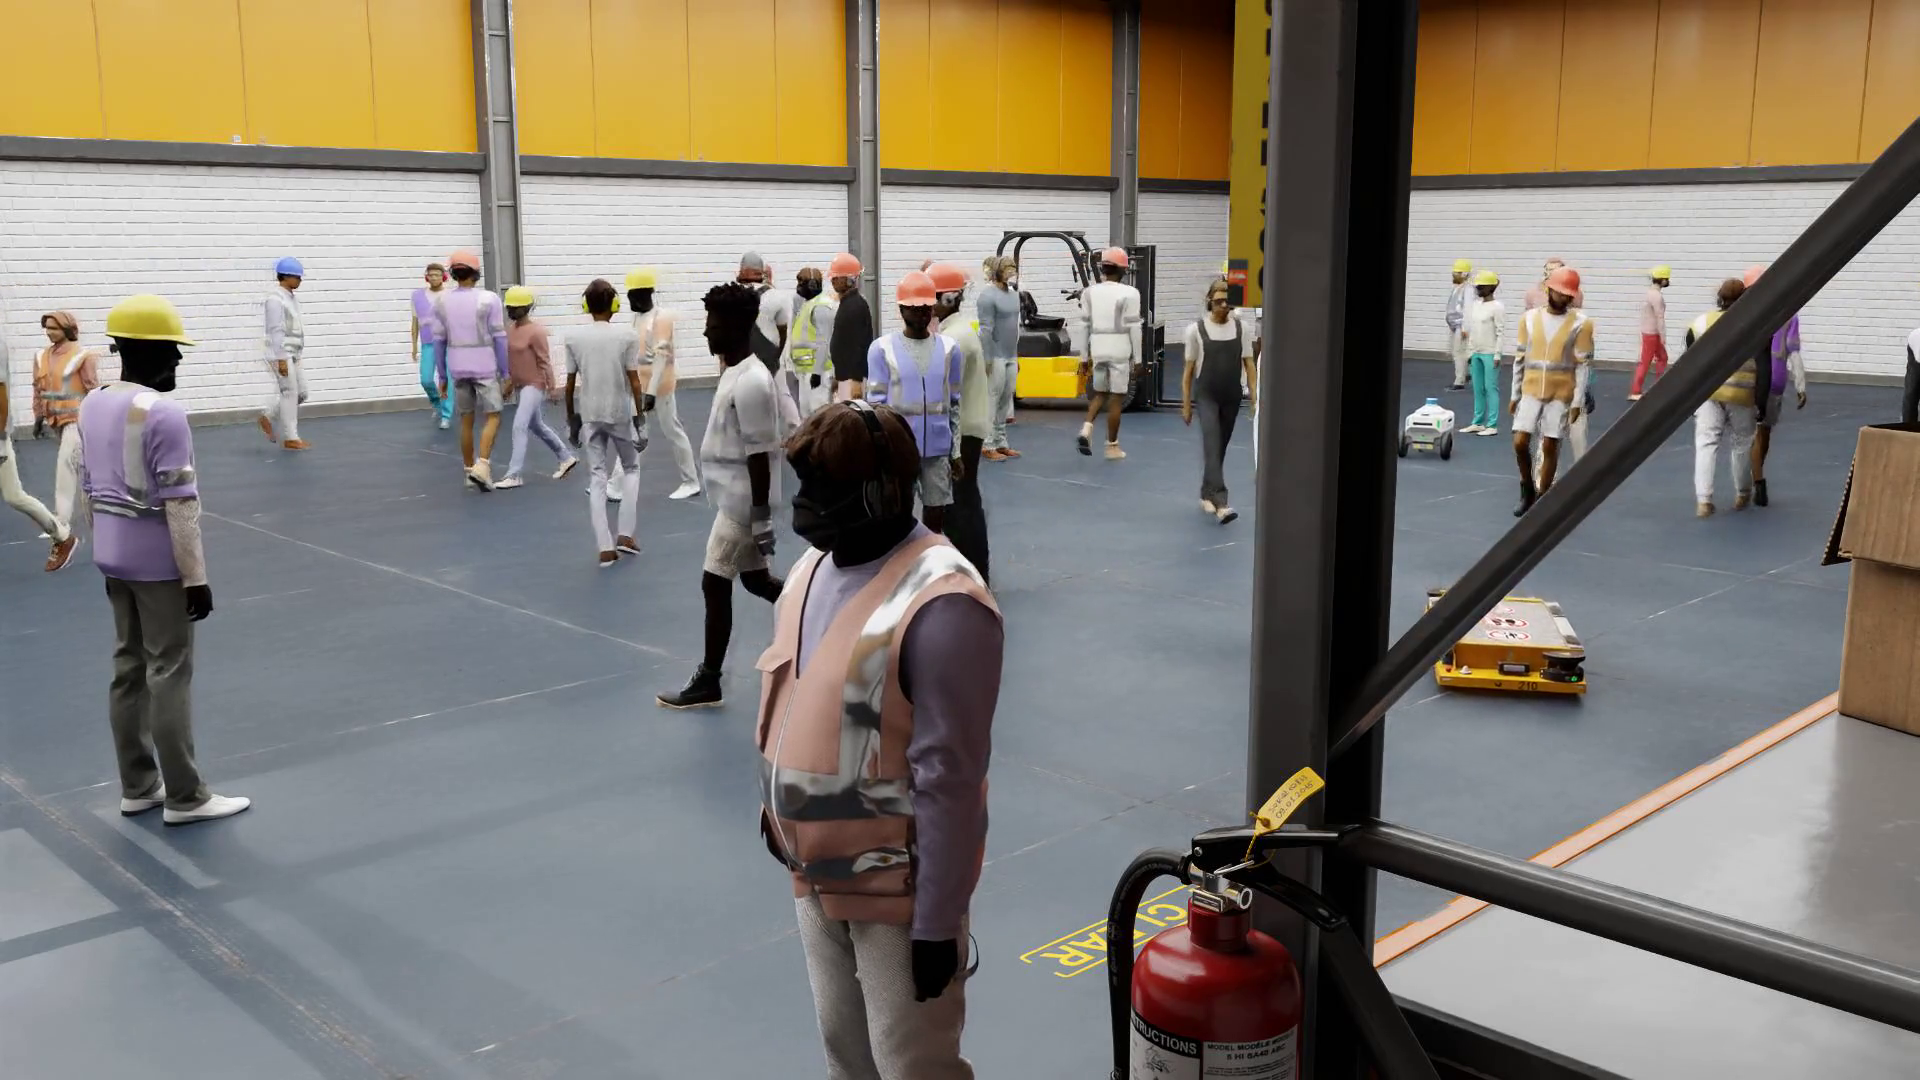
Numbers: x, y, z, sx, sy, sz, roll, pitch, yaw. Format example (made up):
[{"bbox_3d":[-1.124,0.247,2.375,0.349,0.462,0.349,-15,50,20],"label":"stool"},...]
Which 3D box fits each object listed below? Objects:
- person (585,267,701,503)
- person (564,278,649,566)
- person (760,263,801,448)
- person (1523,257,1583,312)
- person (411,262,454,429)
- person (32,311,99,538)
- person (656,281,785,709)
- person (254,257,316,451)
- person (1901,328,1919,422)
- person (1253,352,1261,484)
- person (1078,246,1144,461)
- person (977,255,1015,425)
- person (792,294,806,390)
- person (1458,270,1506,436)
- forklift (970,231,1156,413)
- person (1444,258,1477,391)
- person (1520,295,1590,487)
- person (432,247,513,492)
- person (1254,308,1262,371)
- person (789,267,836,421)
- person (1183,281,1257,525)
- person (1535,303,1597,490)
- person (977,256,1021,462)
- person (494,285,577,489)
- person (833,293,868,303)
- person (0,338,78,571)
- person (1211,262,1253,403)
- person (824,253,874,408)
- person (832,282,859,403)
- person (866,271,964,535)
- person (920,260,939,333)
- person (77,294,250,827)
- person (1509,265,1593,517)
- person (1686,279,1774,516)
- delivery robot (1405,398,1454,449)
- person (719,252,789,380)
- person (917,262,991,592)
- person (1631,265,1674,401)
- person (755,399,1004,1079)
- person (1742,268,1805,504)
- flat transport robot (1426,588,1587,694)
[{"bbox_3d":[-2.503,-1.227,13.283,0.978,1.874,0.610,-9,14,-40],"label":"person"},{"bbox_3d":[-2.297,-0.771,10.859,0.577,1.848,0.563,0,10,2],"label":"person"},{"bbox_3d":[-2.010,-1.843,16.696,0.986,1.853,0.640,-1,10,-4],"label":"person"},{"bbox_3d":[6.770,-2.291,19.057,0.650,1.888,0.664,5,12,26],"label":"person"},{"bbox_3d":[-5.757,-2.141,18.366,0.589,1.835,0.436,-1,10,-6],"label":"person"},{"bbox_3d":[-6.421,-0.862,12.064,0.520,1.611,0.845,4,11,19],"label":"person"},{"bbox_3d":[-0.915,-0.197,7.512,0.890,1.942,0.612,-1,10,-7],"label":"person"},{"bbox_3d":[-6.718,-1.835,16.470,0.592,1.924,0.639,0,10,0],"label":"person"},{"bbox_3d":[6.020,-0.659,10.068,0.587,1.920,0.391,7,12,33],"label":"person"},{"bbox_3d":[1.852,-0.416,8.885,0.575,1.872,0.340,2,11,13],"label":"person"},{"bbox_3d":[1.418,-1.741,15.682,0.625,2.030,0.513,8,13,36],"label":"person"},{"bbox_3d":[0.344,-2.200,18.521,0.653,1.907,0.621,-2,11,-12],"label":"person"},{"bbox_3d":[-2.052,-2.789,22.505,0.512,1.609,0.445,-5,12,-26],"label":"person"},{"bbox_3d":[5.594,-1.991,17.759,0.326,1.766,0.547,-3,11,-18],"label":"person"},{"bbox_3d":[1.222,-2.721,20.561,2.313,2.155,1.214,2,11,13],"label":"forklift"},{"bbox_3d":[6.881,-2.938,22.777,0.476,1.817,0.612,0,10,-3],"label":"person"},{"bbox_3d":[5.012,-1.309,13.873,0.570,1.838,0.797,1,10,3],"label":"person"},{"bbox_3d":[-4.080,-1.416,13.895,0.634,2.042,0.549,2,11,9],"label":"person"},{"bbox_3d":[4.550,-3.322,24.535,0.362,1.939,0.542,-6,12,-29],"label":"person"},{"bbox_3d":[-1.358,-1.591,15.382,0.429,1.837,0.643,-3,11,-18],"label":"person"},{"bbox_3d":[1.954,-1.028,12.421,0.538,1.792,0.970,-2,11,-11],"label":"person"},{"bbox_3d":[4.982,-1.172,13.759,0.554,1.604,0.583,3,11,15],"label":"person"},{"bbox_3d":[0.381,-1.714,15.774,0.354,1.936,0.635,6,12,29],"label":"person"},{"bbox_3d":[-3.660,-1.329,14.258,0.521,1.718,0.914,9,14,42],"label":"person"},{"bbox_3d":[-1.489,-2.831,22.673,0.536,1.641,0.908,7,12,33],"label":"person"},{"bbox_3d":[-5.951,-0.649,10.260,0.534,1.839,0.887,5,11,23],"label":"person"},{"bbox_3d":[3.477,-2.602,20.958,0.767,1.801,0.604,5,12,26],"label":"person"},{"bbox_3d":[-0.898,-1.364,13.757,0.468,1.982,0.693,-2,11,-12],"label":"person"},{"bbox_3d":[-1.273,-2.143,18.931,0.518,1.636,0.312,4,11,19],"label":"person"},{"bbox_3d":[-0.233,-0.504,9.172,0.552,1.936,0.358,-4,11,-19],"label":"person"},{"bbox_3d":[-0.343,-2.259,18.992,0.628,1.848,0.977,4,11,20],"label":"person"},{"bbox_3d":[-2.927,0.077,6.045,0.588,1.923,0.383,7,13,34],"label":"person"},{"bbox_3d":[4.367,-1.076,12.370,0.580,1.911,0.421,7,13,34],"label":"person"},{"bbox_3d":[5.938,-1.106,12.855,0.631,1.787,0.964,7,12,33],"label":"person"},{"bbox_3d":[4.549,-1.127,16.089,0.477,0.478,0.707,5,12,27],"label":"delivery robot"},{"bbox_3d":[-1.971,-1.797,15.945,0.669,2.000,1.111,2,11,10],"label":"person"},{"bbox_3d":[-0.028,-0.636,9.790,0.491,1.974,0.630,-1,10,-5],"label":"person"},{"bbox_3d":[8.998,-2.632,21.310,0.722,1.741,0.543,3,11,15],"label":"person"},{"bbox_3d":[-0.174,0.644,3.214,0.430,1.836,0.619,-7,13,-34],"label":"person"},{"bbox_3d":[6.472,-1.255,13.461,0.609,1.861,0.989,2,11,12],"label":"person"},{"bbox_3d":[2.702,0.485,8.329,0.652,0.197,1.431,2,11,13],"label":"flat transport robot"}]
